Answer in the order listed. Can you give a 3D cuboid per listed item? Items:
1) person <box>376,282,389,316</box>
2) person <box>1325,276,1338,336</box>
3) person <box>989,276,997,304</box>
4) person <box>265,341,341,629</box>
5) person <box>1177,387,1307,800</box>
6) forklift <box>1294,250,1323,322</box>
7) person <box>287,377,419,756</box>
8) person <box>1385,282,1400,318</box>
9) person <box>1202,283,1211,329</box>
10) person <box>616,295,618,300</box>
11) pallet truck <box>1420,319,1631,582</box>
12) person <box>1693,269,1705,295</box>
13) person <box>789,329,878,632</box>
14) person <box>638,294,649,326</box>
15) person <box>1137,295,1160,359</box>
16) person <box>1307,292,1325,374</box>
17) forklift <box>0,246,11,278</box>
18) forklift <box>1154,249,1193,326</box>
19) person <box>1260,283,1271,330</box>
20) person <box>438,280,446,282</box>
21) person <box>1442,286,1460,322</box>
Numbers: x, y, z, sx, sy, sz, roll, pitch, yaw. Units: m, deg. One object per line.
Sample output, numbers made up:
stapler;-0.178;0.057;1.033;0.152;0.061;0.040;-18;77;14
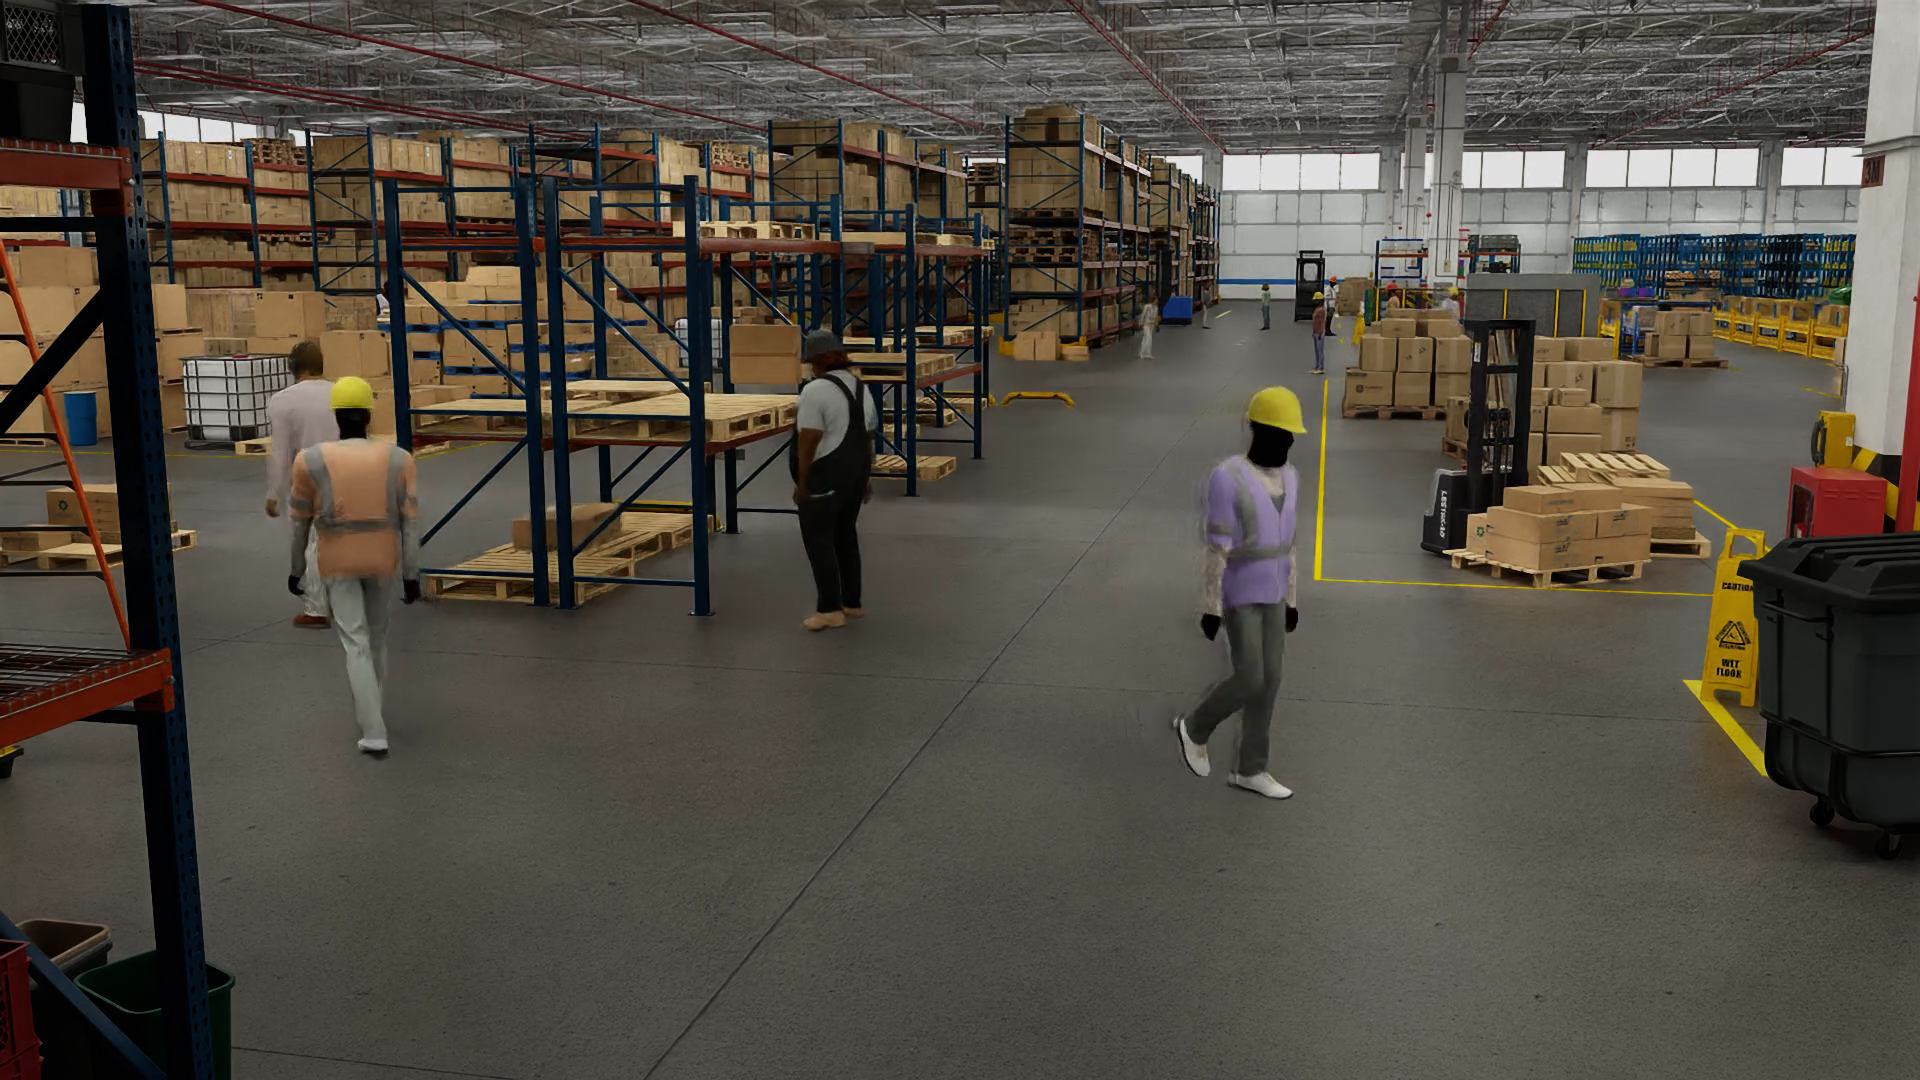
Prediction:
person;-14.467;-5.578;42.117;0.587;1.911;0.397;-5;11;-26
person;11.987;-7.546;53.703;0.372;1.929;0.543;6;11;32
person;1.656;-12.665;84.332;0.646;1.813;0.760;3;10;17
person;-4.376;-0.362;11.222;0.545;1.925;0.650;8;12;39
person;1.335;0.236;7.678;0.602;1.900;0.516;-8;13;-41
forklift;13.778;-10.002;65.433;1.129;2.768;1.873;2;10;12
person;-3.096;0.111;8.505;0.608;1.873;0.980;-6;11;-32
person;10.071;-5.045;38.868;0.377;1.936;0.549;5;11;26
person;8.783;-8.329;59.210;0.279;1.633;0.497;0;10;3
person;-8.512;-5.257;41.036;0.524;1.631;0.320;1;10;3
pallet truck;4.543;-0.757;13.299;0.823;1.965;1.885;-4;10;-22
person;35.460;-11.984;79.790;0.625;1.991;0.389;0;10;-3
person;-0.868;-0.422;11.188;0.641;2.000;0.873;6;11;31
person;-7.454;-4.979;39.319;0.861;1.644;0.546;1;10;4
person;4.685;-5.273;41.198;0.653;1.588;0.535;7;12;37
person;7.744;-4.478;36.020;0.315;1.768;0.526;-1;10;-5
forklift;-25.244;-6.318;43.621;1.129;2.768;1.873;4;10;23
forklift;7.646;-9.320;61.395;1.873;2.768;1.129;2;10;11
person;10.695;-8.164;58.232;0.270;1.632;0.504;8;12;39
person;-12.114;-5.117;39.123;0.615;1.994;0.381;6;11;30
person;11.992;-5.290;40.654;0.611;1.821;0.490;-7;12;-36
